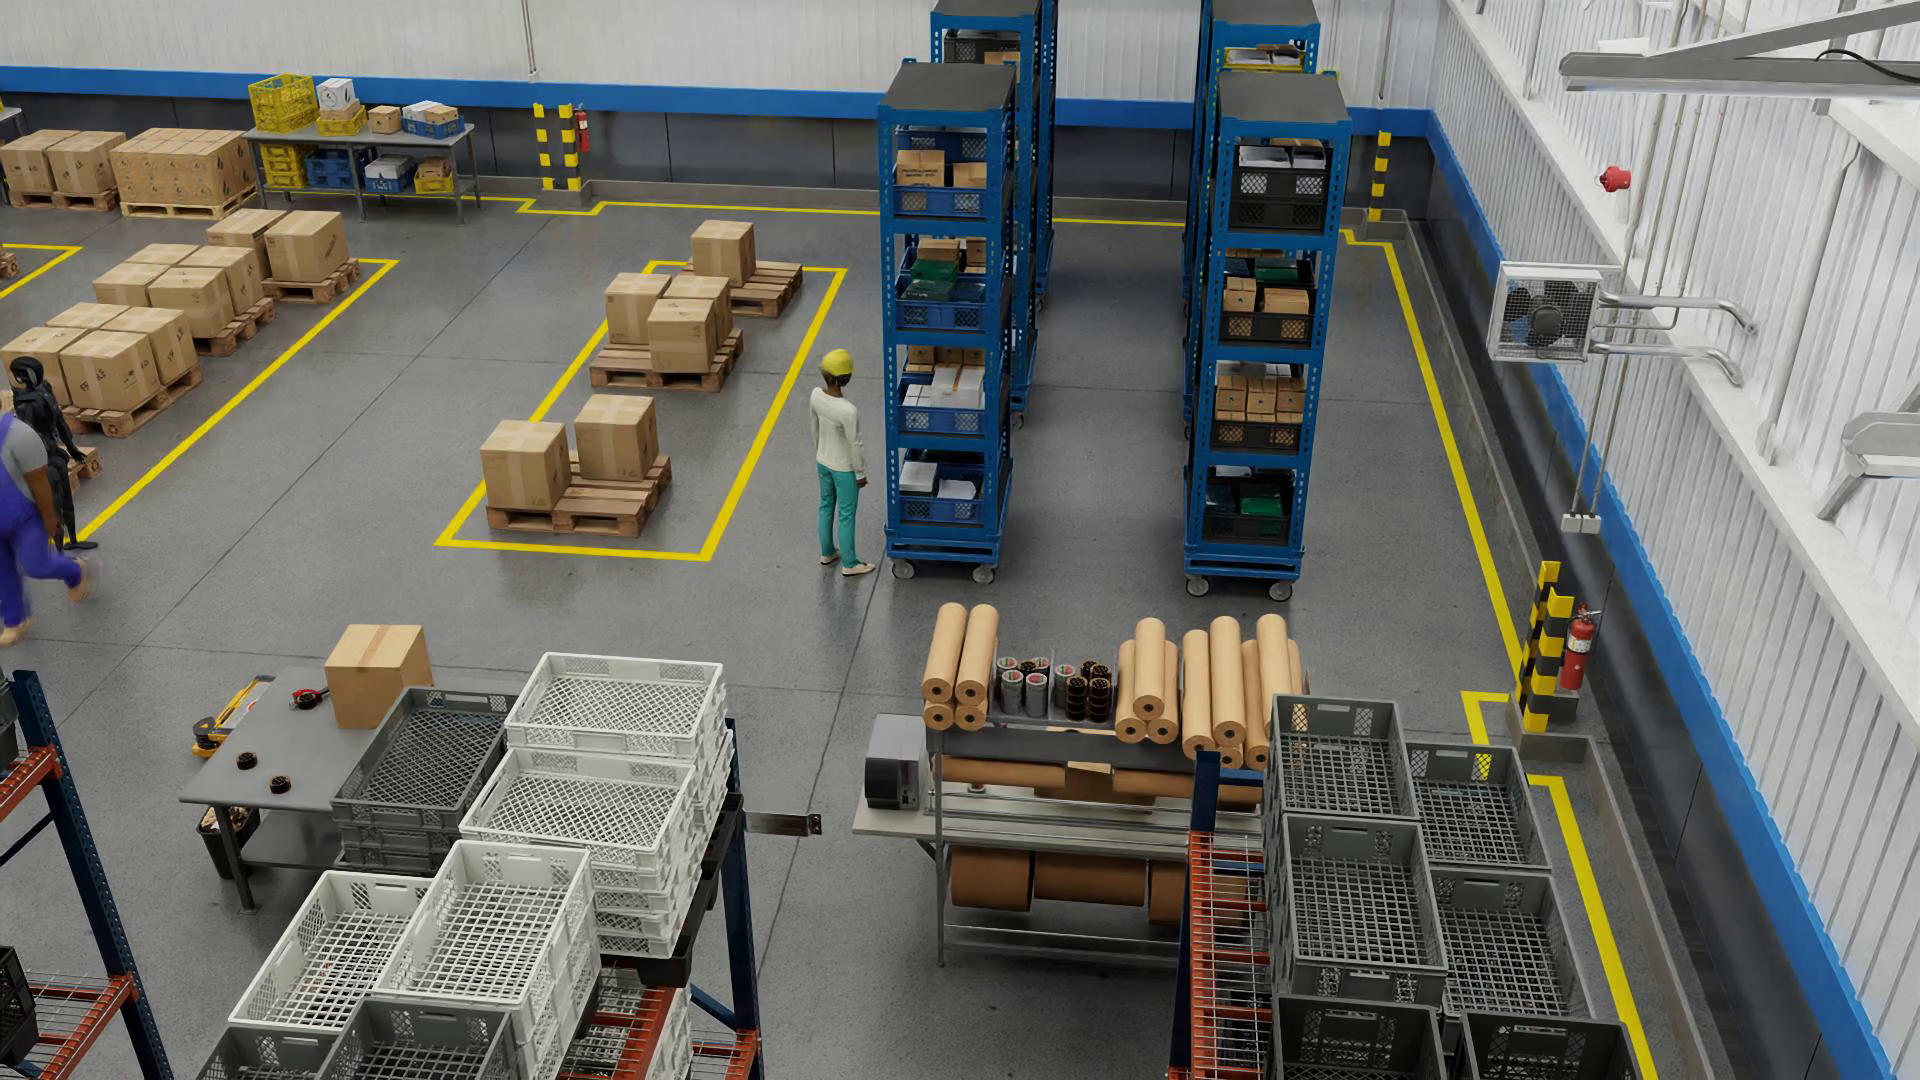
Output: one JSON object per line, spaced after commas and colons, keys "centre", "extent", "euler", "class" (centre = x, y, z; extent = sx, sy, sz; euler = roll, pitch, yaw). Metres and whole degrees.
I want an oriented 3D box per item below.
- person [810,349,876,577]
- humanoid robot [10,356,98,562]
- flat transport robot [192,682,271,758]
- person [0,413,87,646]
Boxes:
{"centre": [-0.873, -0.564, 12.153], "extent": [0.306, 1.769, 0.523], "euler": [-25, 38, -36], "class": "person"}
{"centre": [-6.715, -0.596, 12.296], "extent": [0.357, 1.650, 0.562], "euler": [-4, 30, -7], "class": "humanoid robot"}
{"centre": [-4.089, 1.163, 10.648], "extent": [1.431, 0.197, 0.652], "euler": [3, 30, 6], "class": "flat transport robot"}
{"centre": [-6.480, -0.254, 11.351], "extent": [0.722, 2.000, 0.712], "euler": [3, 30, 5], "class": "person"}
